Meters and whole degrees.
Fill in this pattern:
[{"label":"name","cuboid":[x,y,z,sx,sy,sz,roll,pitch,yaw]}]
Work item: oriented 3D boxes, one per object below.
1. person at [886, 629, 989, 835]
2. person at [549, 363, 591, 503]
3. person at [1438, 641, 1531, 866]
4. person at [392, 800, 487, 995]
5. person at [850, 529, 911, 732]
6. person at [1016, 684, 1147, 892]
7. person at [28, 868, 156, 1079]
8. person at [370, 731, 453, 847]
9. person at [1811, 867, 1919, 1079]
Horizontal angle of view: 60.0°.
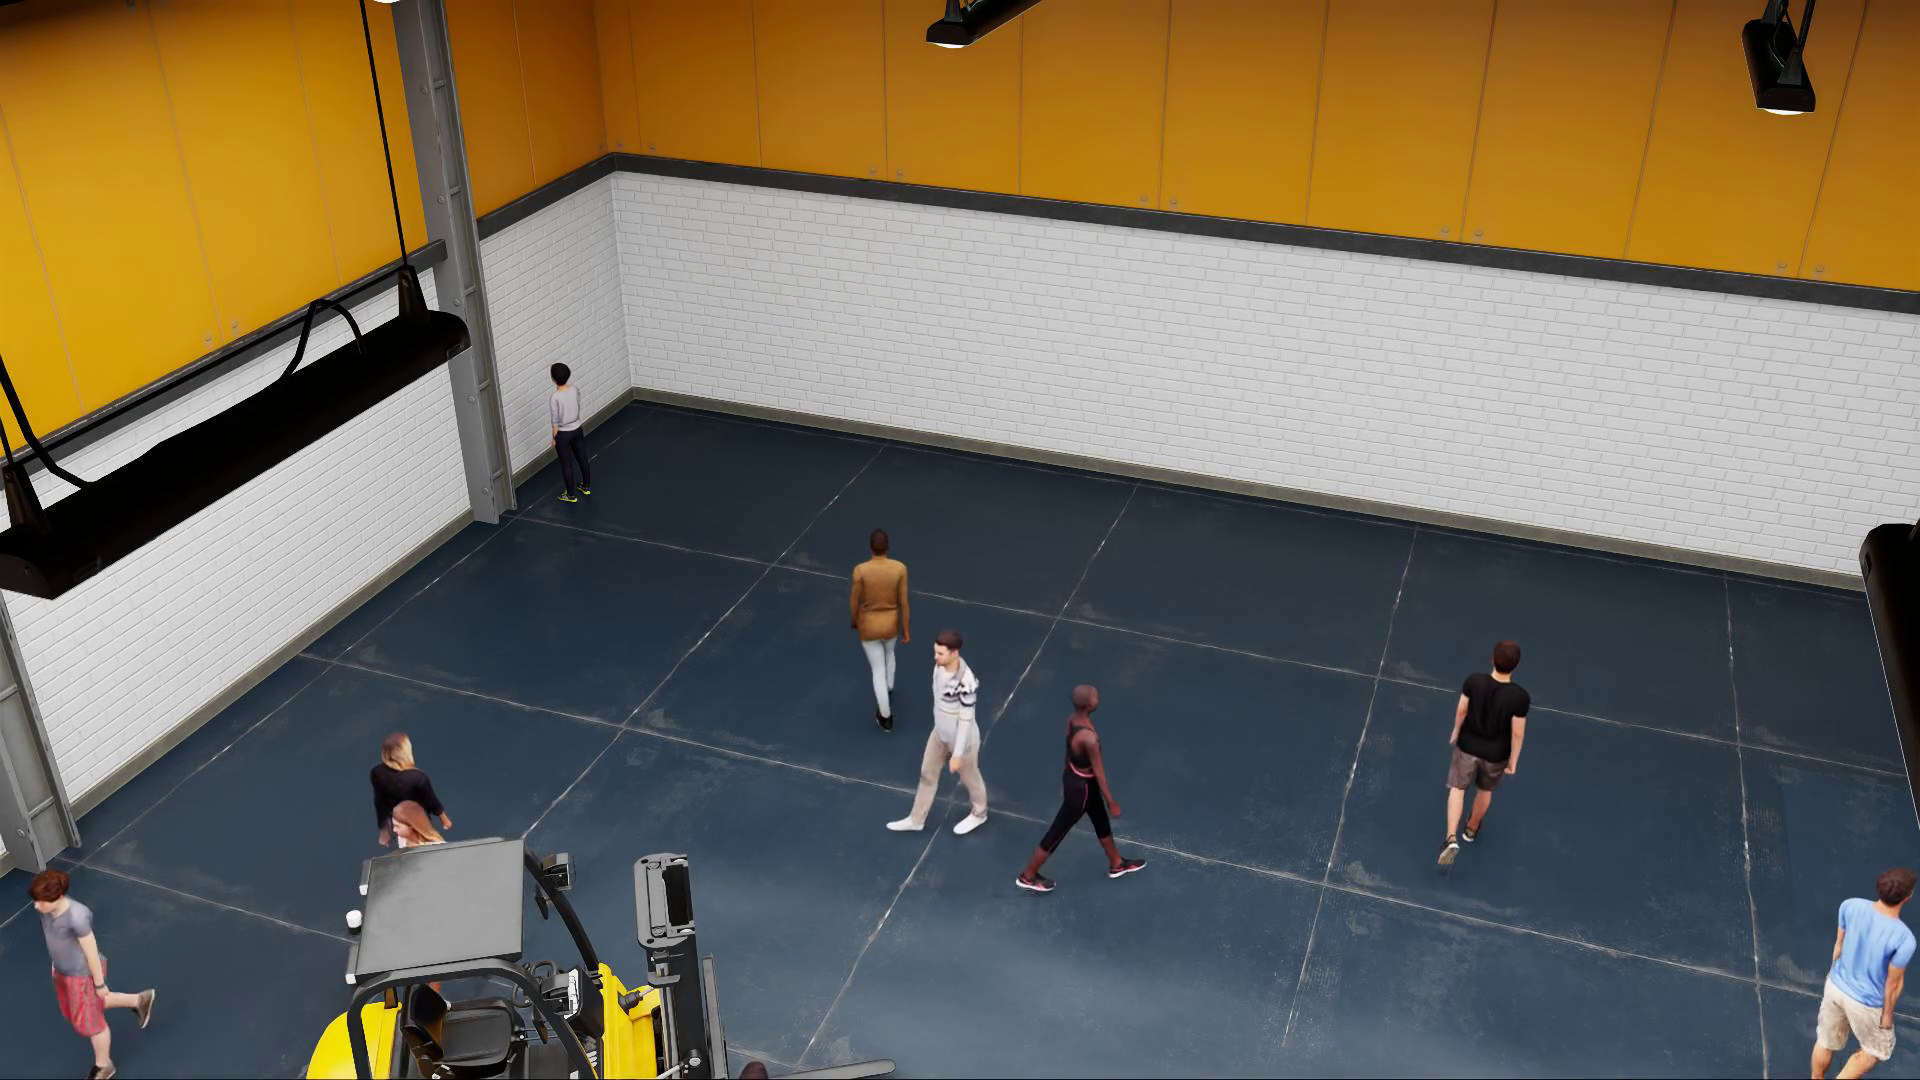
[{"label":"person","cuboid":[0.040,1.446,12.628,1.181,1.832,1.088,-16,32,-26]},{"label":"person","cuboid":[-4.166,-1.158,17.693,0.658,1.553,0.508,20,34,32]},{"label":"person","cuboid":[3.853,1.590,12.350,0.722,1.844,1.085,13,31,22]},{"label":"person","cuboid":[-3.441,2.379,11.102,0.754,1.656,1.170,17,33,28]},{"label":"person","cuboid":[-0.652,0.789,13.878,0.931,1.788,1.044,-8,30,-14]},{"label":"person","cuboid":[0.762,1.852,12.018,1.060,1.704,1.230,-4,29,-7]},{"label":"person","cuboid":[-5.504,2.696,10.542,0.715,1.635,0.980,16,33,27]},{"label":"person","cuboid":[-3.874,2.118,11.589,0.576,1.648,0.896,10,30,17]},{"label":"person","cuboid":[5.428,2.789,10.139,0.856,1.858,0.799,-14,31,-23]}]
